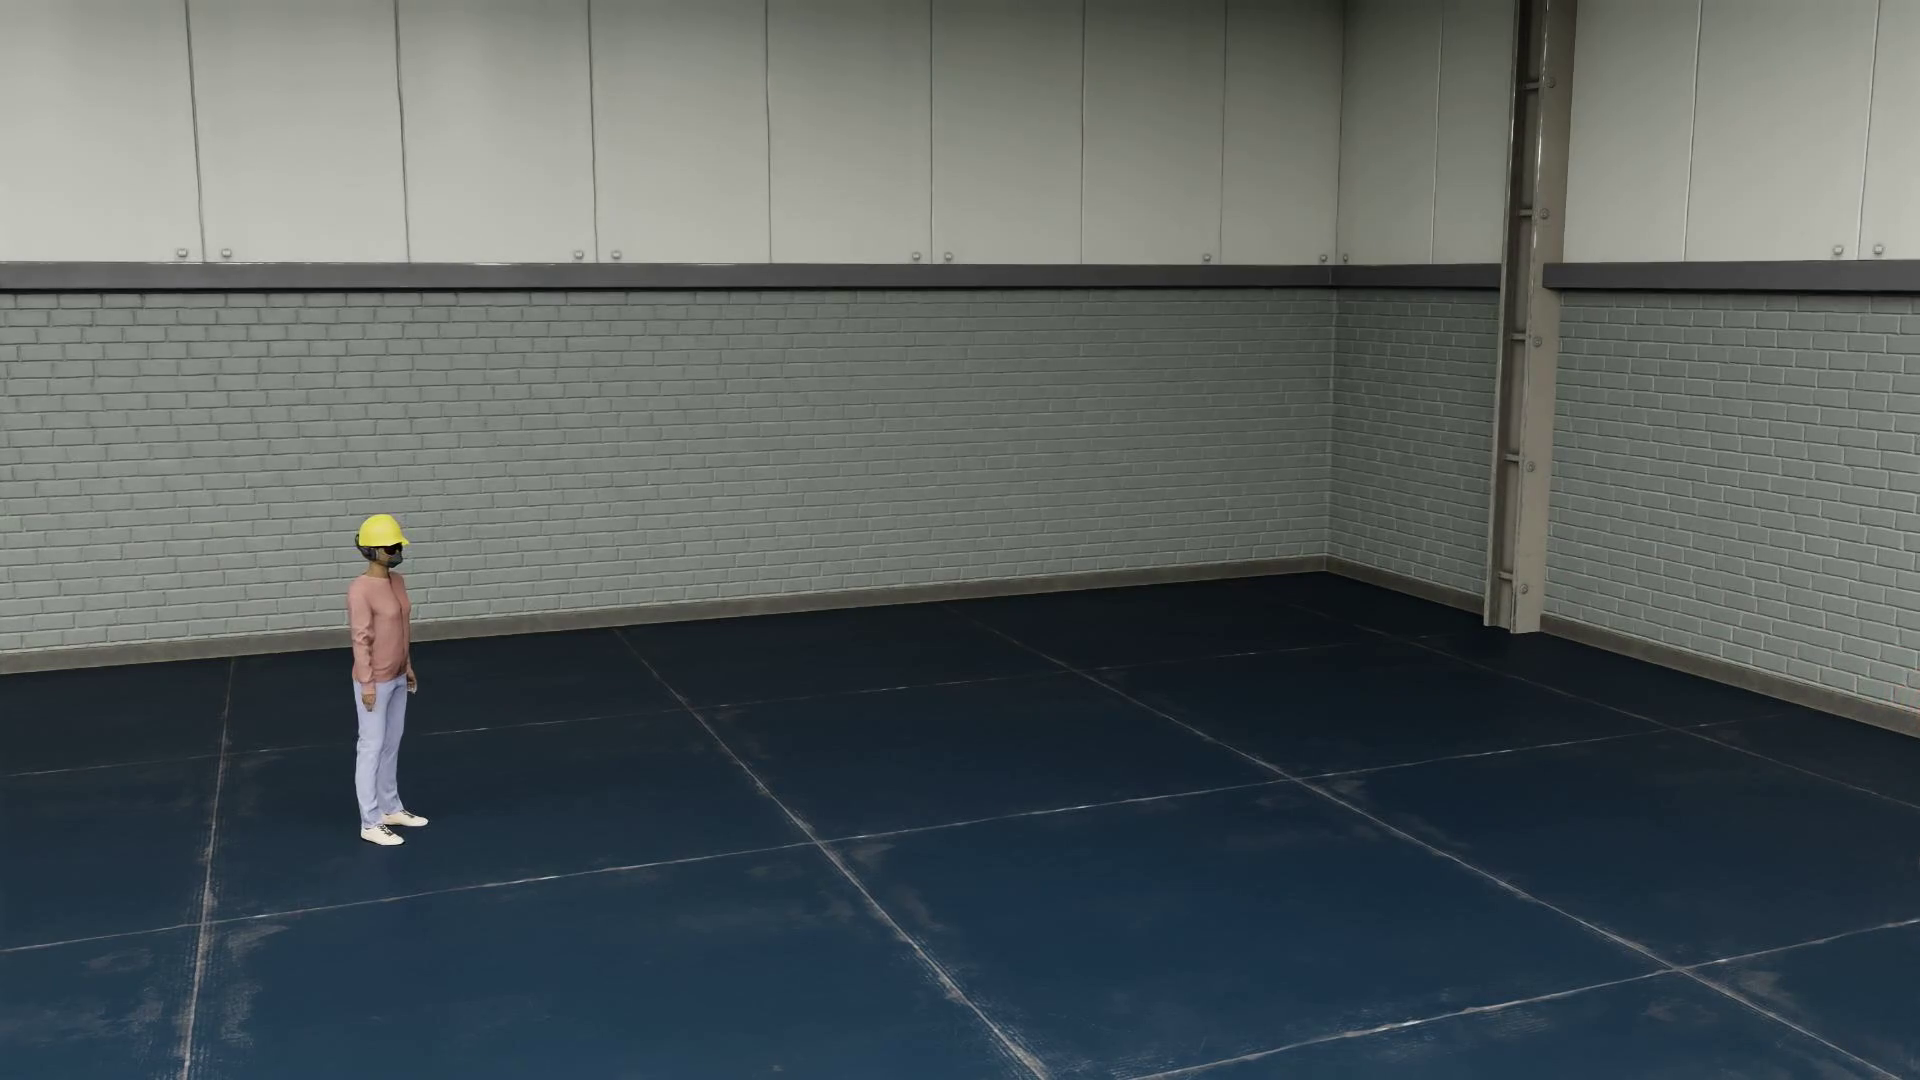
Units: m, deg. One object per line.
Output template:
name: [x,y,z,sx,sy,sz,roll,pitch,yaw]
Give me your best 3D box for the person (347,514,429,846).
person: [-3.082,0.738,8.941,0.315,1.770,0.524,1,9,7]
